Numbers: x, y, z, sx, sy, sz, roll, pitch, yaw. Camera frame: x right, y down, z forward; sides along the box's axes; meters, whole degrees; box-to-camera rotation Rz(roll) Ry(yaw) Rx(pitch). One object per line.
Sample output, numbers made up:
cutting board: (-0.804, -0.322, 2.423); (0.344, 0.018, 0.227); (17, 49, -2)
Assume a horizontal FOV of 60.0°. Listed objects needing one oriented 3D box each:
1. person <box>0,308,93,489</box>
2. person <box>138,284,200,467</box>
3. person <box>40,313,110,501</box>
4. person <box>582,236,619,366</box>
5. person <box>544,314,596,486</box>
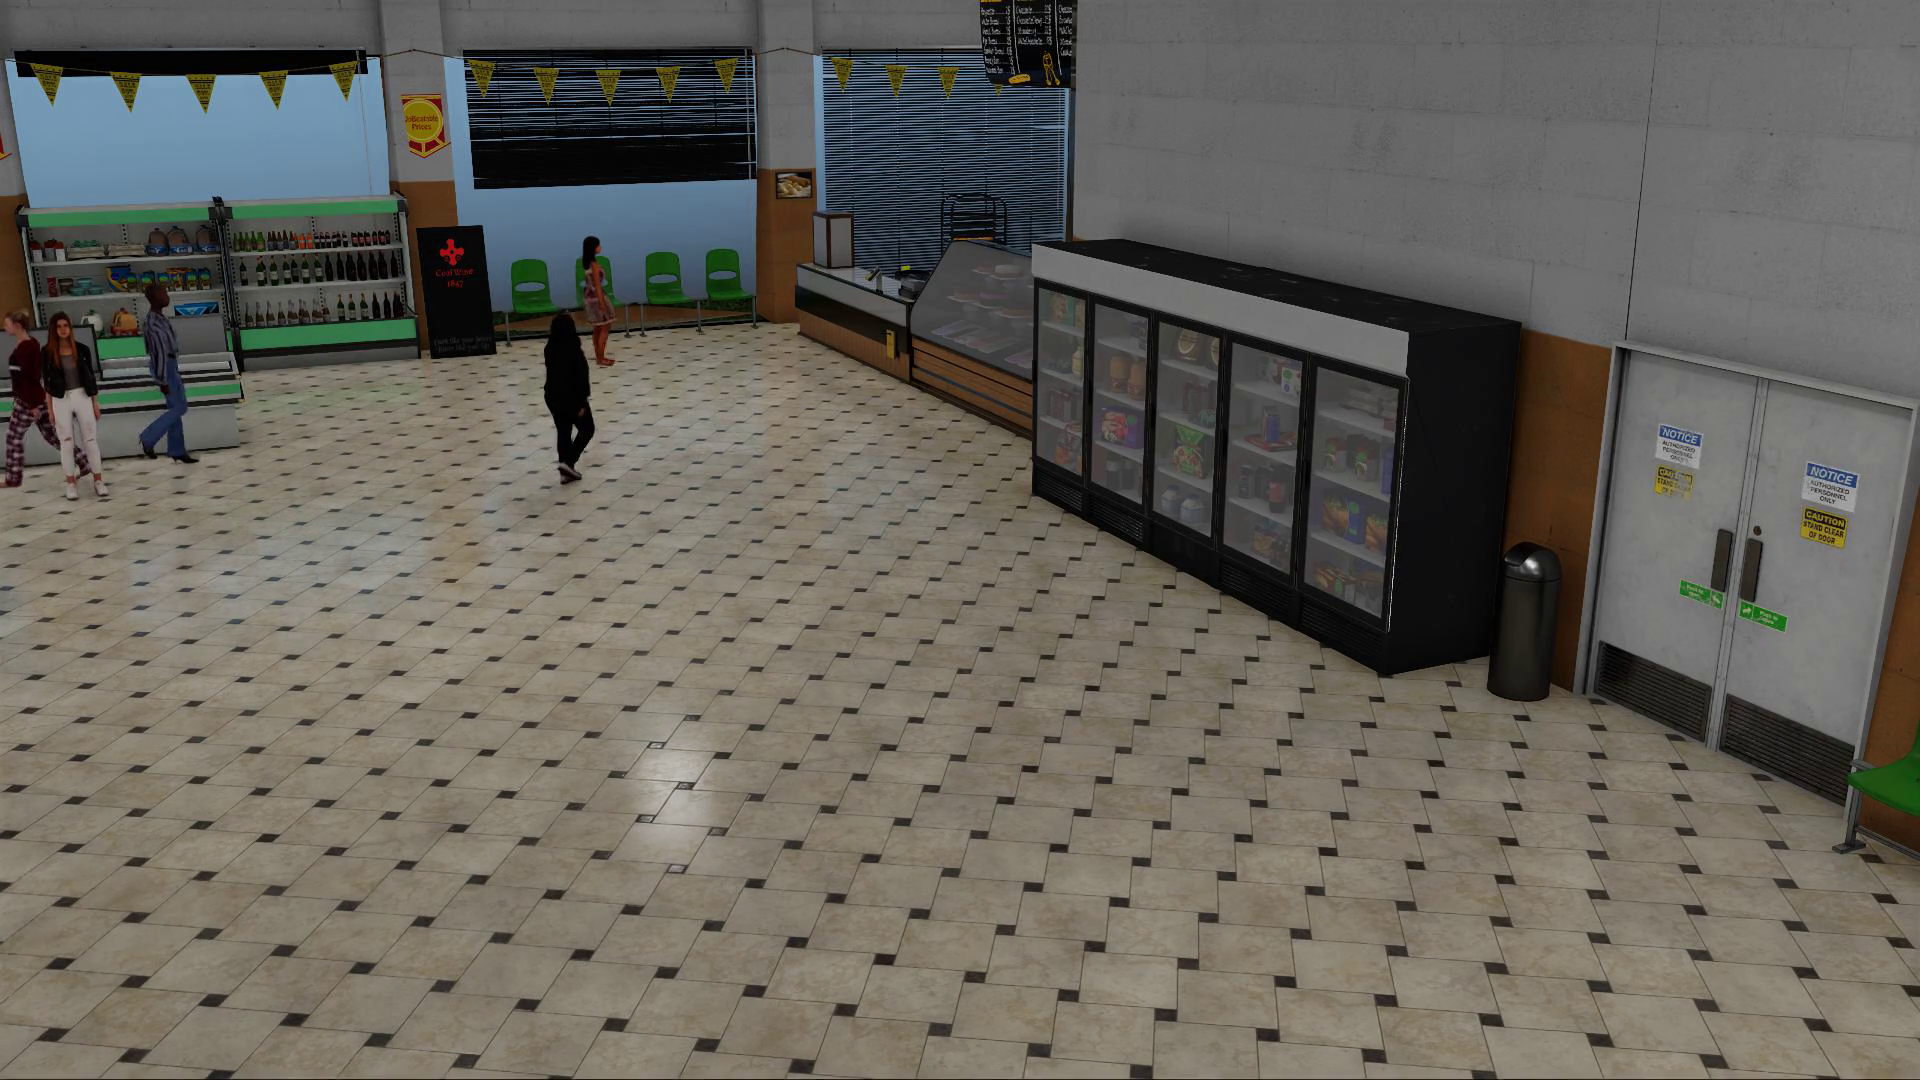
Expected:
person: (-8.519, -1.293, 15.424); (1.127, 1.658, 0.751); (-4, 17, -14)
person: (-7.801, -1.578, 16.149); (0.738, 1.781, 0.634); (-6, 18, -20)
person: (-8.073, -1.224, 15.126); (0.467, 1.699, 0.638); (-9, 19, -27)
person: (-4.697, -3.049, 21.232); (0.634, 1.643, 0.689); (-10, 20, -31)
person: (-3.705, -1.278, 15.471); (0.828, 1.601, 0.889); (8, 19, 24)
